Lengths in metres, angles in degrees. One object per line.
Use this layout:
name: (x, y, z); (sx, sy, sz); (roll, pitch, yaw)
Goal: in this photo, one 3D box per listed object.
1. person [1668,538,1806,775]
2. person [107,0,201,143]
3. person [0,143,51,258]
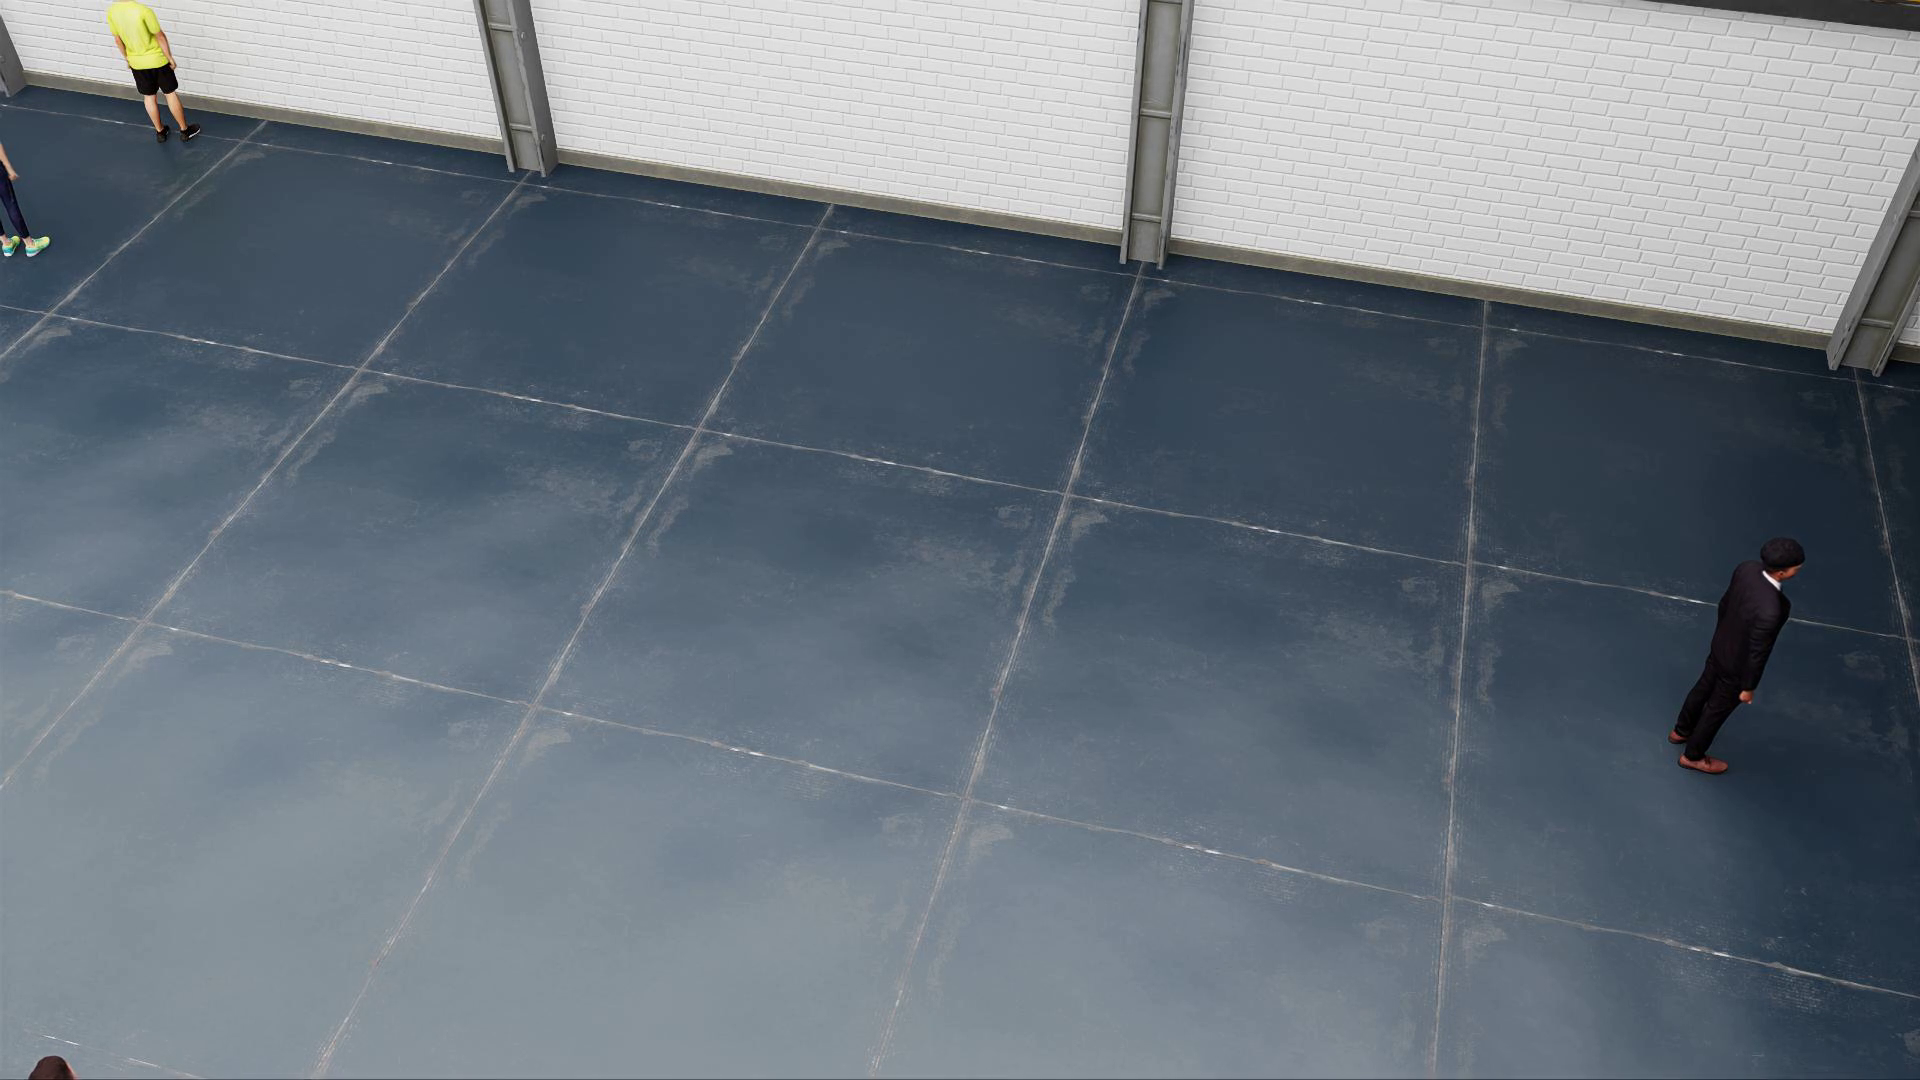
person: (4.768, 0.696, 10.229); (0.654, 1.884, 0.751); (0, 44, 0)
person: (-7.792, -4.631, 15.947); (0.564, 1.709, 0.742); (-1, 44, -1)
person: (-8.510, -3.249, 14.502); (0.524, 1.702, 0.694); (3, 44, 4)
